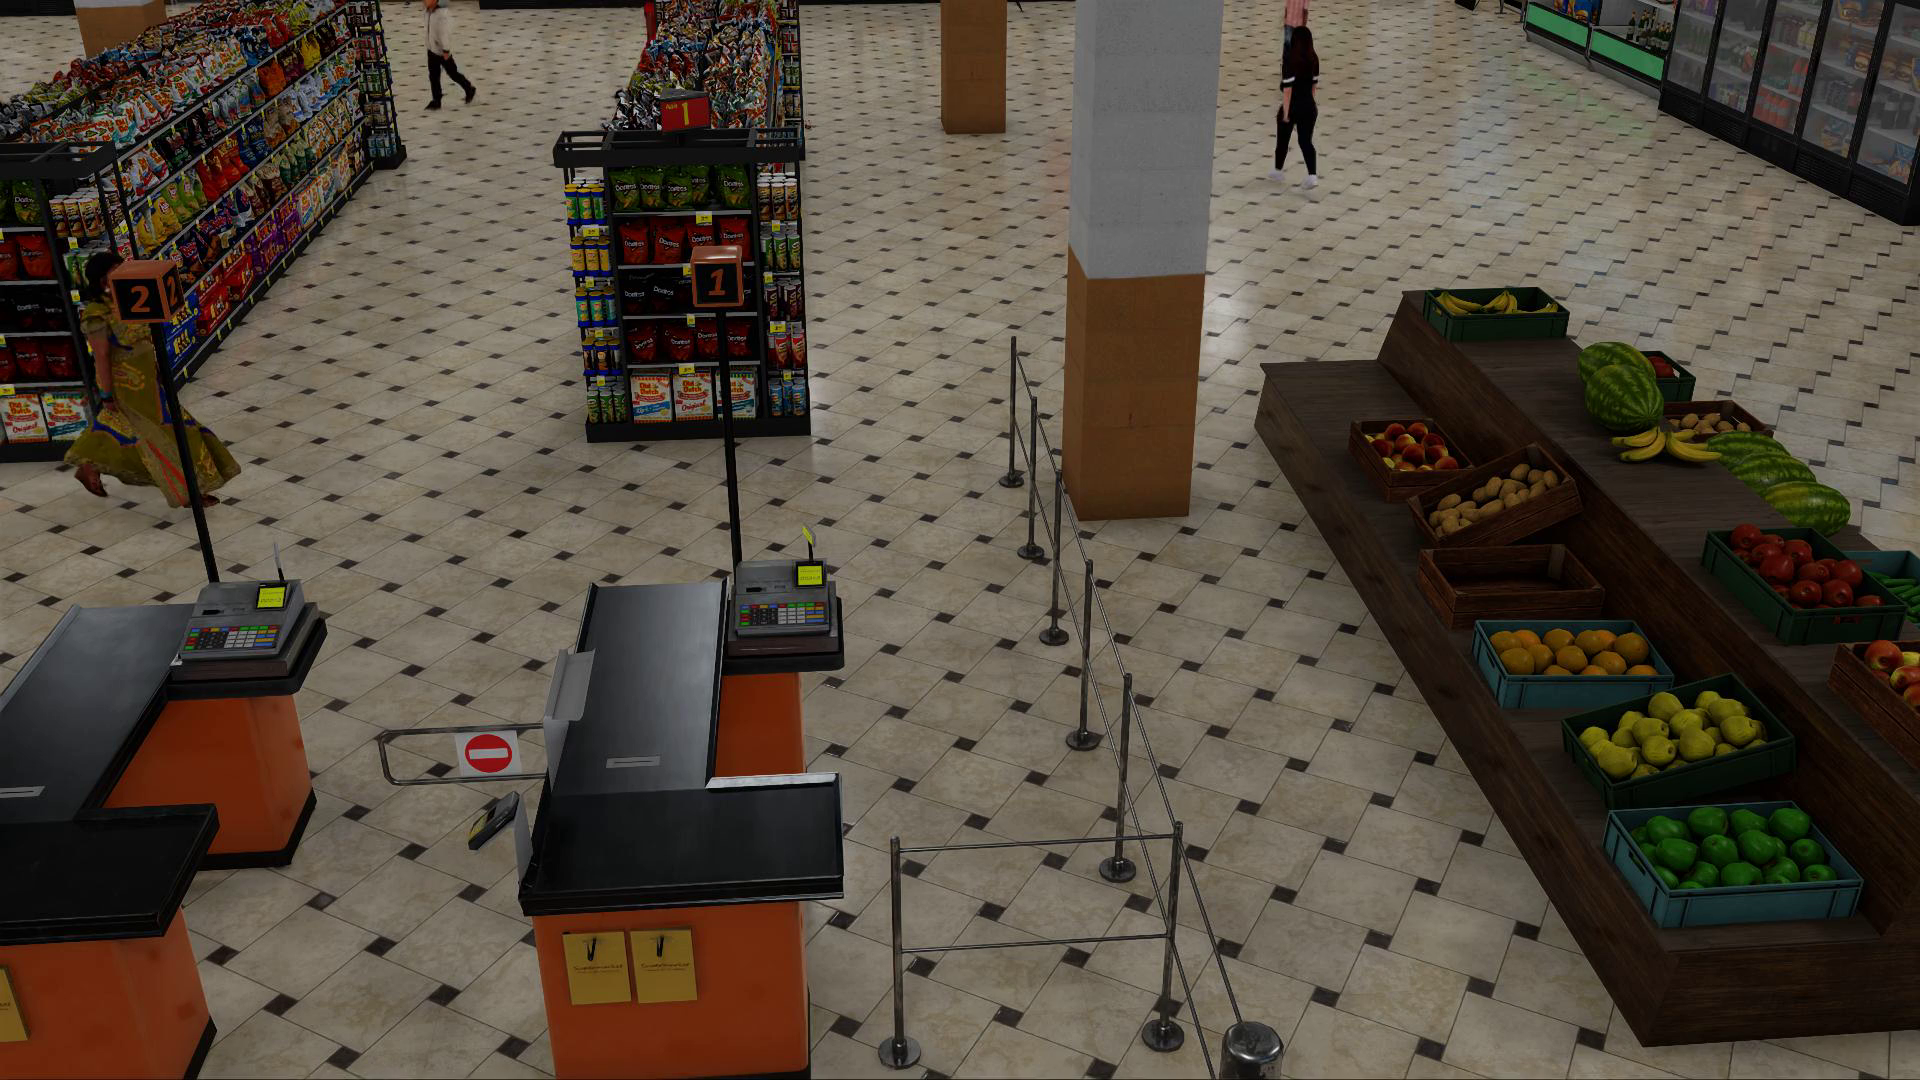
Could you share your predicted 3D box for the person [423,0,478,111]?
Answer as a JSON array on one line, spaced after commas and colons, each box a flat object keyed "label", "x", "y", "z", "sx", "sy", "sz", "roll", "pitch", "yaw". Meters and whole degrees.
[{"label": "person", "x": -6.263, "y": -5.974, "z": 20.227, "sx": 0.946, "sy": 1.436, "sz": 1.029, "roll": 18, "pitch": 32, "yaw": 32}]

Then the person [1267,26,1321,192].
[{"label": "person", "x": 3.461, "y": -4.312, "z": 16.768, "sx": 0.841, "sy": 1.600, "sz": 1.197, "roll": -11, "pitch": 29, "yaw": -20}]

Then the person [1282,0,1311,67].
[{"label": "person", "x": 4.428, "y": -6.839, "z": 22.109, "sx": 0.799, "sy": 1.277, "sz": 0.933, "roll": 14, "pitch": 30, "yaw": 25}]

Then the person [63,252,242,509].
[{"label": "person", "x": -5.105, "y": -0.922, "z": 10.064, "sx": 0.884, "sy": 1.617, "sz": 1.310, "roll": 0, "pitch": 27, "yaw": 0}]
